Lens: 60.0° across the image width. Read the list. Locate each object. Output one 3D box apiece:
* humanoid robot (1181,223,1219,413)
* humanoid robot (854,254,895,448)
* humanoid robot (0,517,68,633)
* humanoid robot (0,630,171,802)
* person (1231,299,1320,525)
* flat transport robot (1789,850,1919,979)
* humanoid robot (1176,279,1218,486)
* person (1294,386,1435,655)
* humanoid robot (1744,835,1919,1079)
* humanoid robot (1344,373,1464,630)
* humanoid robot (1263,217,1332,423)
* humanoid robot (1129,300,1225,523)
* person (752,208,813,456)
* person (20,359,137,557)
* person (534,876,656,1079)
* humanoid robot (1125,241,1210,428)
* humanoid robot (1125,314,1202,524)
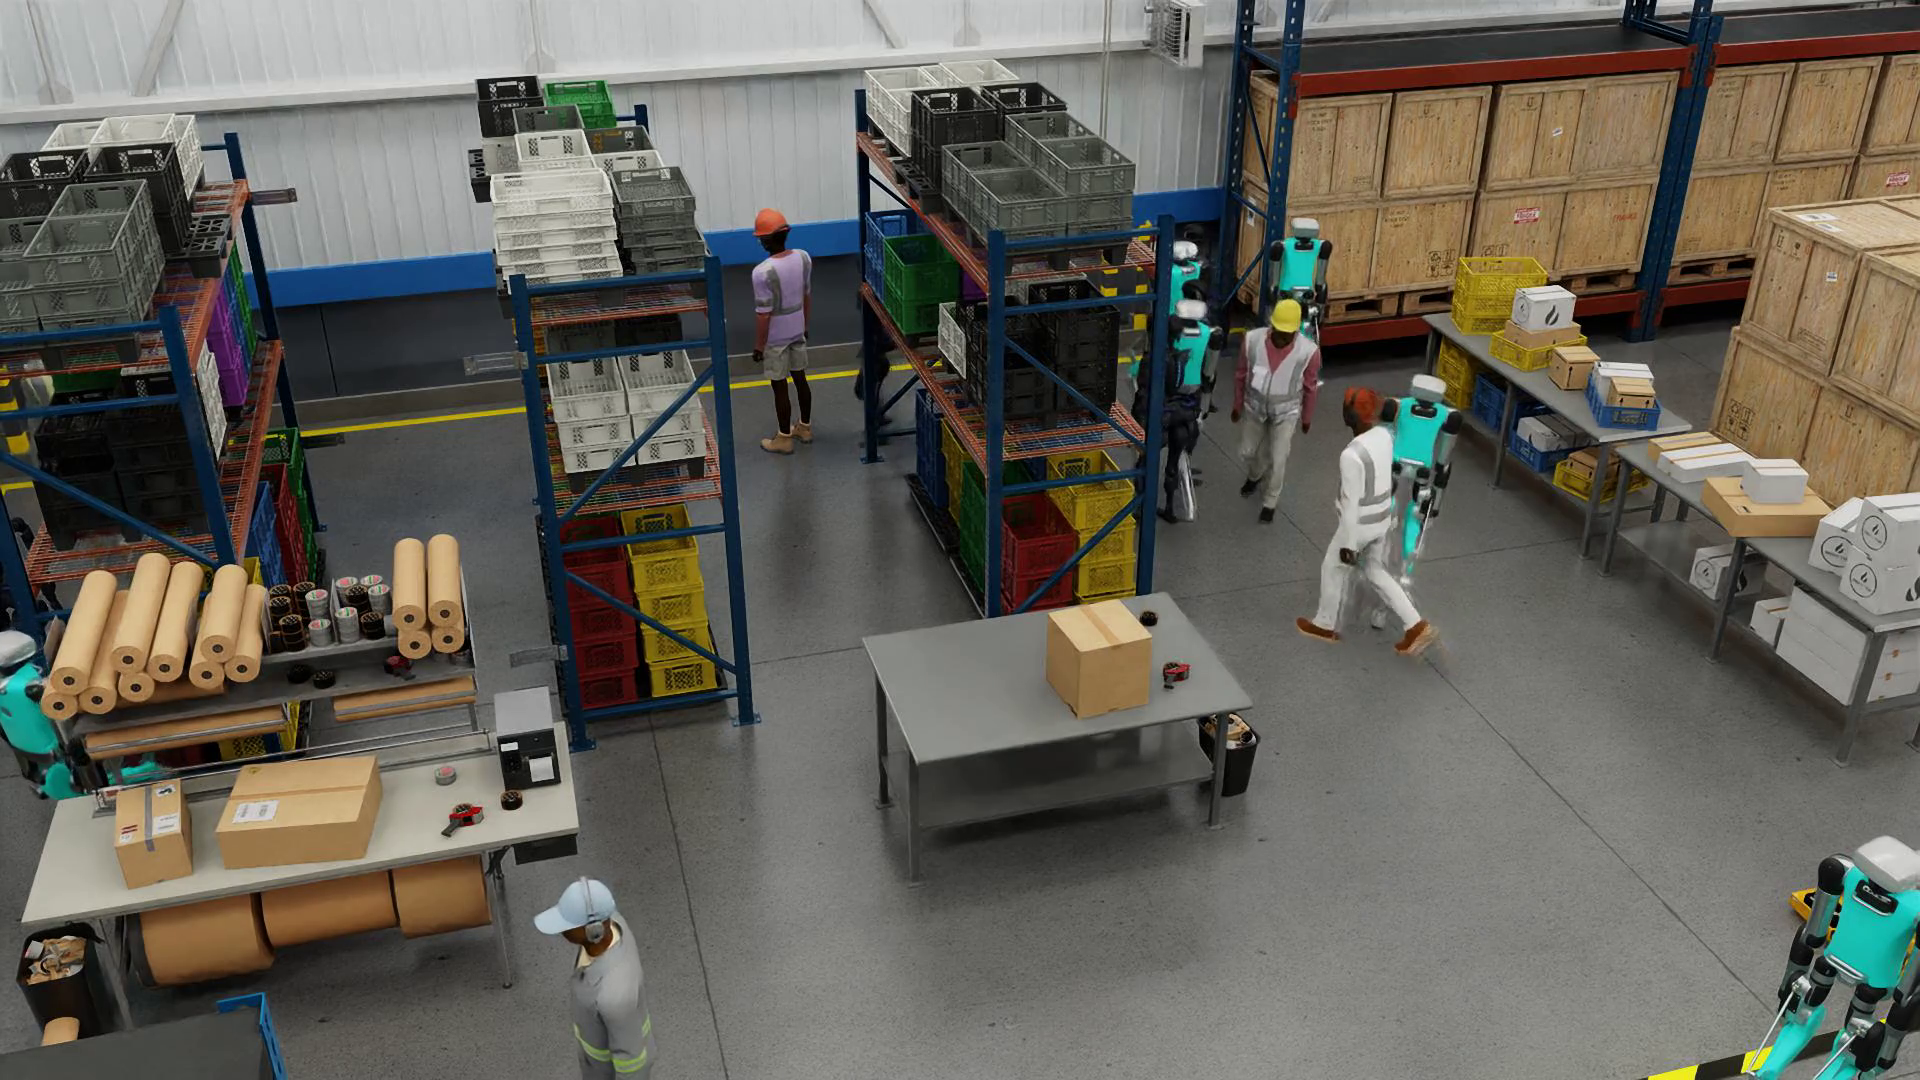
[{"bbox_3d":[1.982,-1.884,14.142,0.559,1.637,0.611,12,31,20],"label":"humanoid robot"},{"bbox_3d":[-0.699,-1.534,13.493,0.321,1.651,0.610,-6,29,-11],"label":"humanoid robot"},{"bbox_3d":[-5.732,0.381,9.990,0.599,1.657,0.315,-4,29,-7],"label":"humanoid robot"},{"bbox_3d":[-4.509,1.126,8.594,0.538,1.726,1.045,11,31,19],"label":"humanoid robot"},{"bbox_3d":[2.341,-0.996,12.382,0.612,1.802,0.606,12,31,20],"label":"person"},{"bbox_3d":[5.163,1.916,8.676,1.431,0.231,0.659,-8,30,-14],"label":"flat transport robot"},{"bbox_3d":[1.832,-1.244,12.958,0.382,1.656,0.595,11,31,20],"label":"humanoid robot"},{"bbox_3d":[2.665,-0.087,10.689,0.851,1.849,0.586,22,36,34],"label":"person"},{"bbox_3d":[3.498,2.016,6.829,0.735,1.677,0.533,-16,33,-27],"label":"humanoid robot"},{"bbox_3d":[2.919,-0.134,10.954,0.594,1.843,0.747,7,30,13],"label":"humanoid robot"},{"bbox_3d":[2.827,-1.717,13.800,0.539,1.827,0.699,-5,29,-8],"label":"humanoid robot"},{"bbox_3d":[1.597,-1.051,12.610,0.622,1.783,0.878,-2,29,-3],"label":"humanoid robot"},{"bbox_3d":[-1.445,-1.666,13.360,0.385,2.036,0.604,20,35,32],"label":"person"},{"bbox_3d":[-6.278,-0.775,11.985,0.663,1.798,0.695,-9,30,-16],"label":"person"},{"bbox_3d":[-1.423,2.098,6.700,0.386,1.850,0.597,-10,30,-17],"label":"person"},{"bbox_3d":[1.611,-1.654,13.575,0.534,1.730,0.706,-18,33,-29],"label":"humanoid robot"},{"bbox_3d":[1.519,-0.883,12.301,0.593,1.647,0.325,-11,31,-20],"label":"humanoid robot"}]
